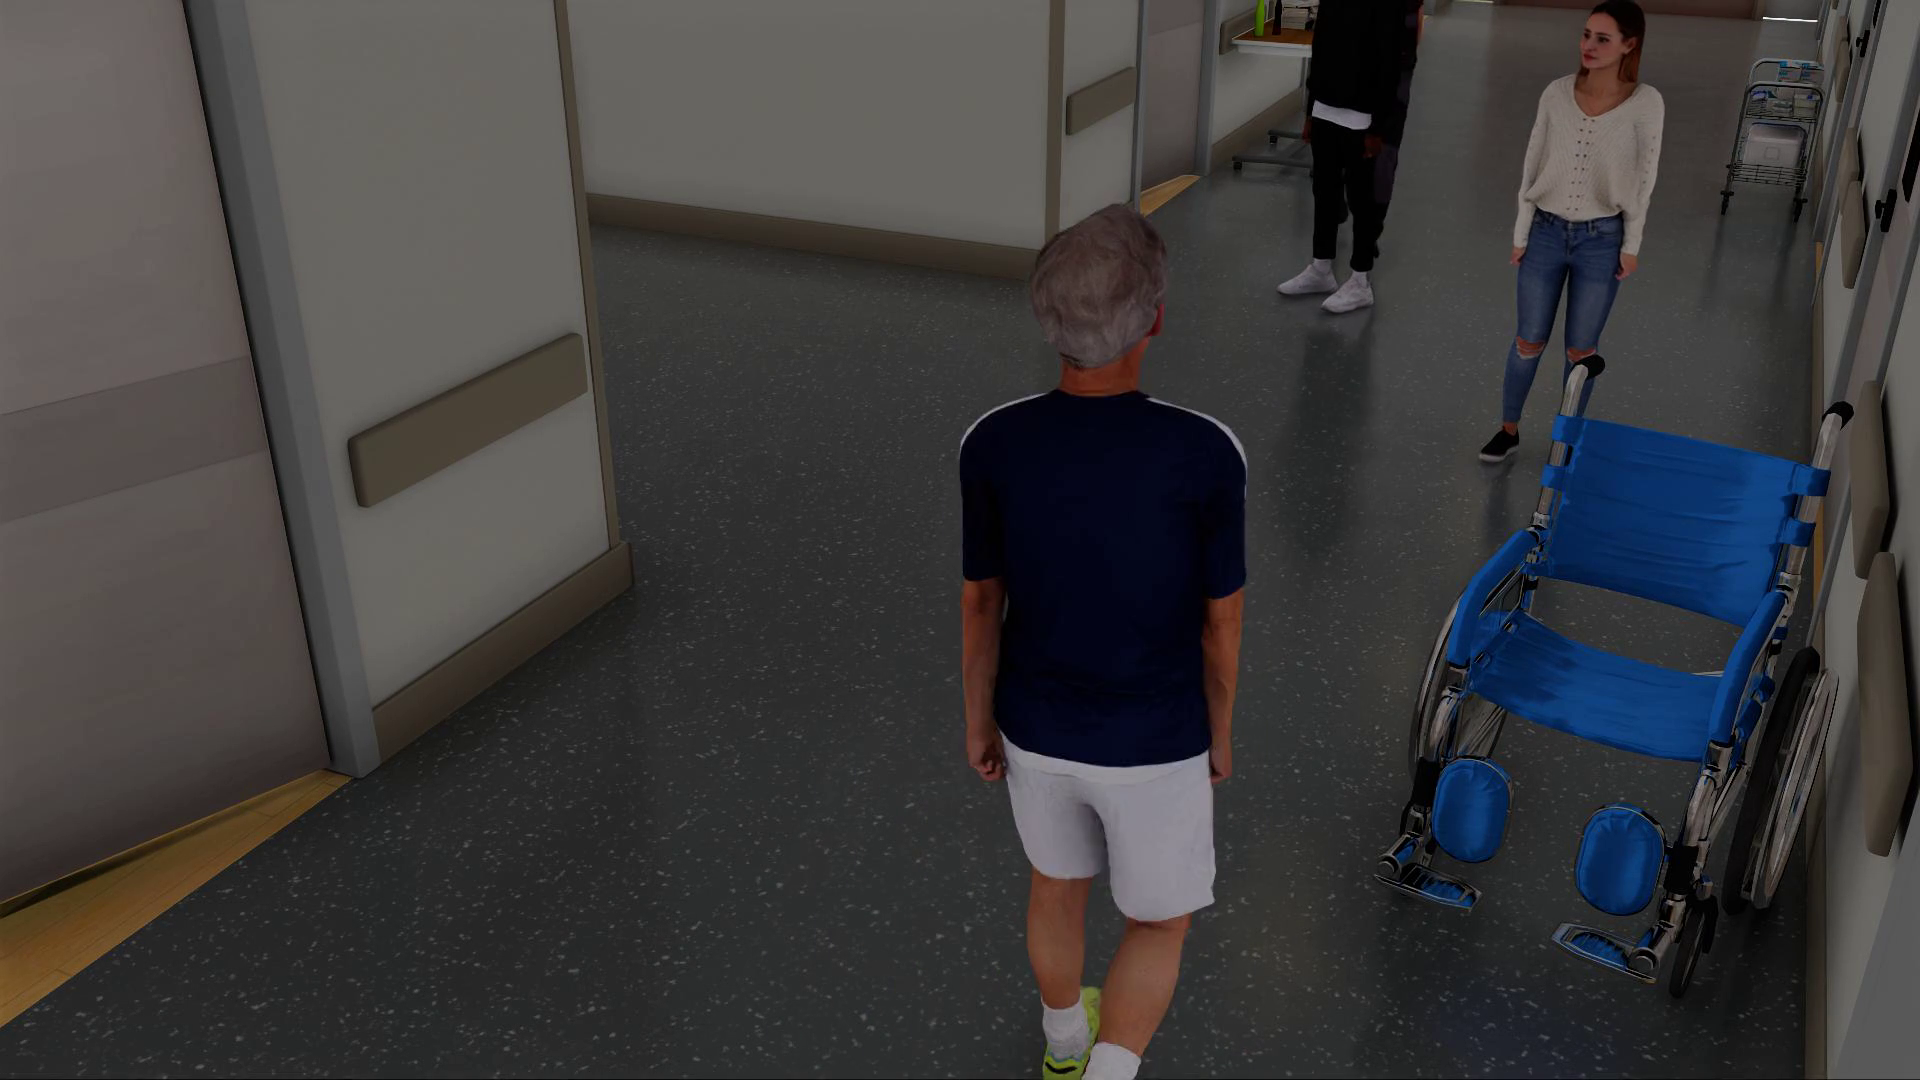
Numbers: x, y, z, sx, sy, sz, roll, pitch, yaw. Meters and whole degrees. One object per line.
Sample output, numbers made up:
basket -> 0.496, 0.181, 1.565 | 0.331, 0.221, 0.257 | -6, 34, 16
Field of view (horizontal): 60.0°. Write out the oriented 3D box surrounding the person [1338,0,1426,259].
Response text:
person -> 2.122, -2.419, 8.641 | 0.991, 1.803, 1.288 | 1, 26, 3

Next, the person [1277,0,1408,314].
person -> 1.816, -1.983, 7.719 | 0.775, 1.817, 0.759 | -14, 29, -27

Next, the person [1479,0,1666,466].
person -> 2.201, -1.064, 5.958 | 0.625, 1.693, 0.570 | 14, 29, 27

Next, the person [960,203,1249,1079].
person -> 0.234, 0.362, 2.850 | 0.698, 1.823, 1.018 | 8, 27, 16
